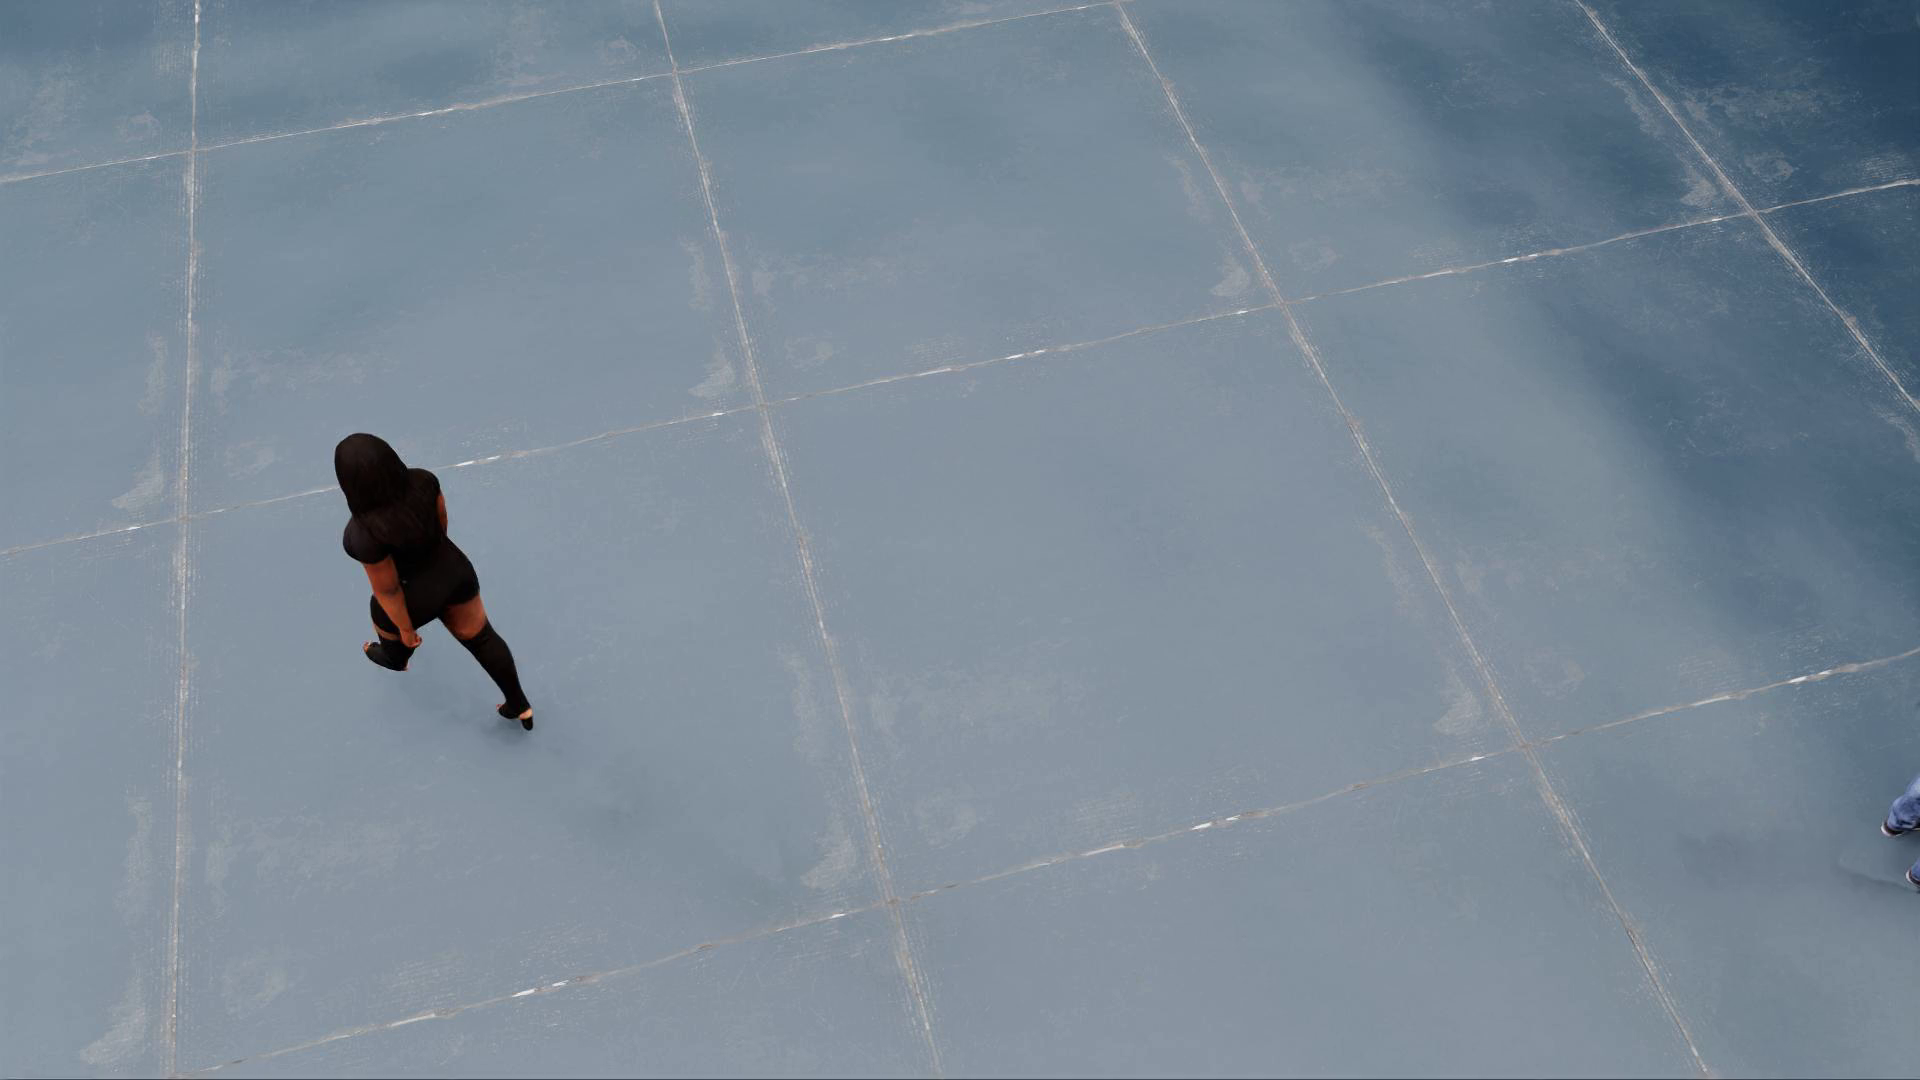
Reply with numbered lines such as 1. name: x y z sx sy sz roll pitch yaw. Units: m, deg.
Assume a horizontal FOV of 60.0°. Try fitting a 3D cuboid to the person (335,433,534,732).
1. person: -2.189 0.263 7.051 1.213 1.808 1.129 26 57 19
